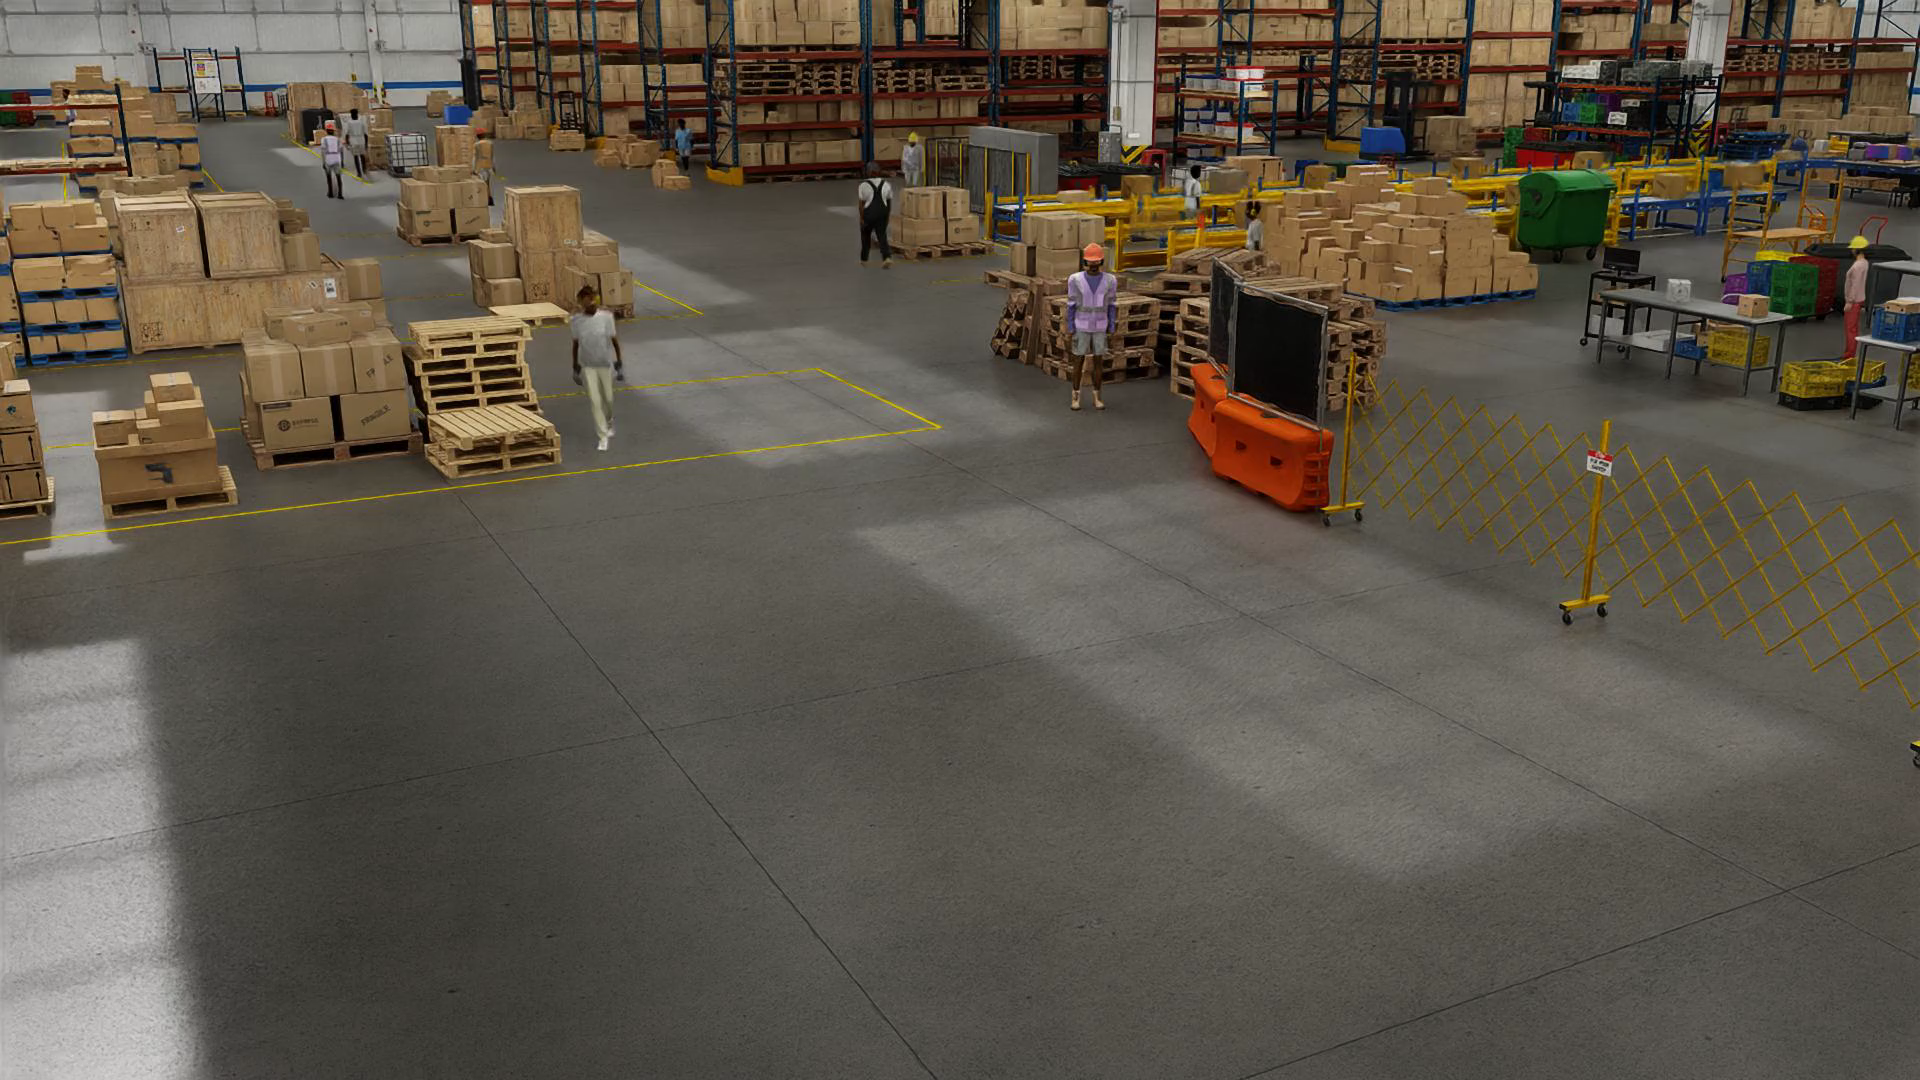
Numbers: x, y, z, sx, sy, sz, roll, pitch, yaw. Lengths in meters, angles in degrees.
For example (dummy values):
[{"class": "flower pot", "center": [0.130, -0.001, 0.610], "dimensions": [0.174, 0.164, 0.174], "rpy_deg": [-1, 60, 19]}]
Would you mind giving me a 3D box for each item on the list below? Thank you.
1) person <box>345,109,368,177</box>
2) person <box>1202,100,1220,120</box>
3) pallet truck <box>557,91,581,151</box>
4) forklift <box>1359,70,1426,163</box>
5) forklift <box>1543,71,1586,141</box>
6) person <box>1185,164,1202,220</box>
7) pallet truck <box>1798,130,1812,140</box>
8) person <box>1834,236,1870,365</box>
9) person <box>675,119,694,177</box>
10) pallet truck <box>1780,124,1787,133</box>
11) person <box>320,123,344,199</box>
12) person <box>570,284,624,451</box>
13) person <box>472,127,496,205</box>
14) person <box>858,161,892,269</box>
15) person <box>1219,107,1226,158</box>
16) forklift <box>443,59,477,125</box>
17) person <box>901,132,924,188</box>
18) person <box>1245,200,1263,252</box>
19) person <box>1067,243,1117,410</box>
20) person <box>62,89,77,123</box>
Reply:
[{"class": "person", "center": [-17.538, -11.527, 48.290], "dimensions": [0.610, 1.942, 0.730], "rpy_deg": [-12, 21, -32]}, {"class": "person", "center": [8.821, -14.766, 58.527], "dimensions": [0.633, 1.864, 1.005], "rpy_deg": [1, 18, 3]}, {"class": "pallet truck", "center": [-13.495, -14.412, 57.188], "dimensions": [0.823, 1.965, 1.885], "rpy_deg": [-3, 18, -9]}, {"class": "forklift", "center": [13.795, -13.454, 52.778], "dimensions": [1.873, 2.768, 1.129], "rpy_deg": [-8, 19, -23]}, {"class": "forklift", "center": [18.685, -13.231, 52.085], "dimensions": [1.873, 2.768, 1.129], "rpy_deg": [-9, 20, -26]}, {"class": "person", "center": [4.749, -6.855, 34.137], "dimensions": [0.547, 1.680, 0.548], "rpy_deg": [-8, 19, -23]}, {"class": "pallet truck", "center": [25.526, -11.556, 49.408], "dimensions": [1.630, 1.274, 0.653], "rpy_deg": [-9, 20, -26]}, {"class": "person", "center": [12.262, -3.287, 22.881], "dimensions": [0.326, 1.765, 0.533], "rpy_deg": [13, 22, 34]}, {"class": "person", "center": [-8.024, -11.417, 48.417], "dimensions": [0.535, 1.647, 0.872], "rpy_deg": [3, 18, 8]}, {"class": "pallet truck", "center": [25.206, -12.542, 52.601], "dimensions": [1.601, 1.201, 0.680], "rpy_deg": [0, 18, -2]}, {"class": "person", "center": [-16.163, -9.758, 42.829], "dimensions": [0.569, 1.900, 0.854], "rpy_deg": [-12, 21, -33]}, {"class": "person", "center": [-4.062, -1.957, 18.608], "dimensions": [0.554, 1.848, 0.662], "rpy_deg": [-4, 18, -11]}, {"class": "person", "center": [-11.841, -9.290, 41.428], "dimensions": [0.559, 1.918, 0.867], "rpy_deg": [-17, 24, -42]}, {"class": "person", "center": [-1.594, -6.151, 31.363], "dimensions": [0.690, 2.000, 0.984], "rpy_deg": [-8, 20, -25]}, {"class": "person", "center": [8.436, -13.115, 53.645], "dimensions": [0.540, 1.673, 0.430], "rpy_deg": [-10, 21, -30]}, {"class": "forklift", "center": [-19.045, -17.199, 64.454], "dimensions": [1.873, 2.768, 1.129], "rpy_deg": [-9, 20, -26]}, {"class": "person", "center": [-1.178, -9.124, 40.998], "dimensions": [0.627, 1.809, 0.431], "rpy_deg": [7, 19, 22]}, {"class": "person", "center": [4.716, -4.515, 26.619], "dimensions": [0.959, 1.835, 0.530], "rpy_deg": [4, 18, 13]}, {"class": "person", "center": [1.604, -2.590, 20.256], "dimensions": [0.605, 2.045, 0.385], "rpy_deg": [-1, 18, -3]}, {"class": "person", "center": [-32.213, -15.352, 60.246], "dimensions": [0.587, 1.920, 0.392], "rpy_deg": [17, 24, 42]}]
